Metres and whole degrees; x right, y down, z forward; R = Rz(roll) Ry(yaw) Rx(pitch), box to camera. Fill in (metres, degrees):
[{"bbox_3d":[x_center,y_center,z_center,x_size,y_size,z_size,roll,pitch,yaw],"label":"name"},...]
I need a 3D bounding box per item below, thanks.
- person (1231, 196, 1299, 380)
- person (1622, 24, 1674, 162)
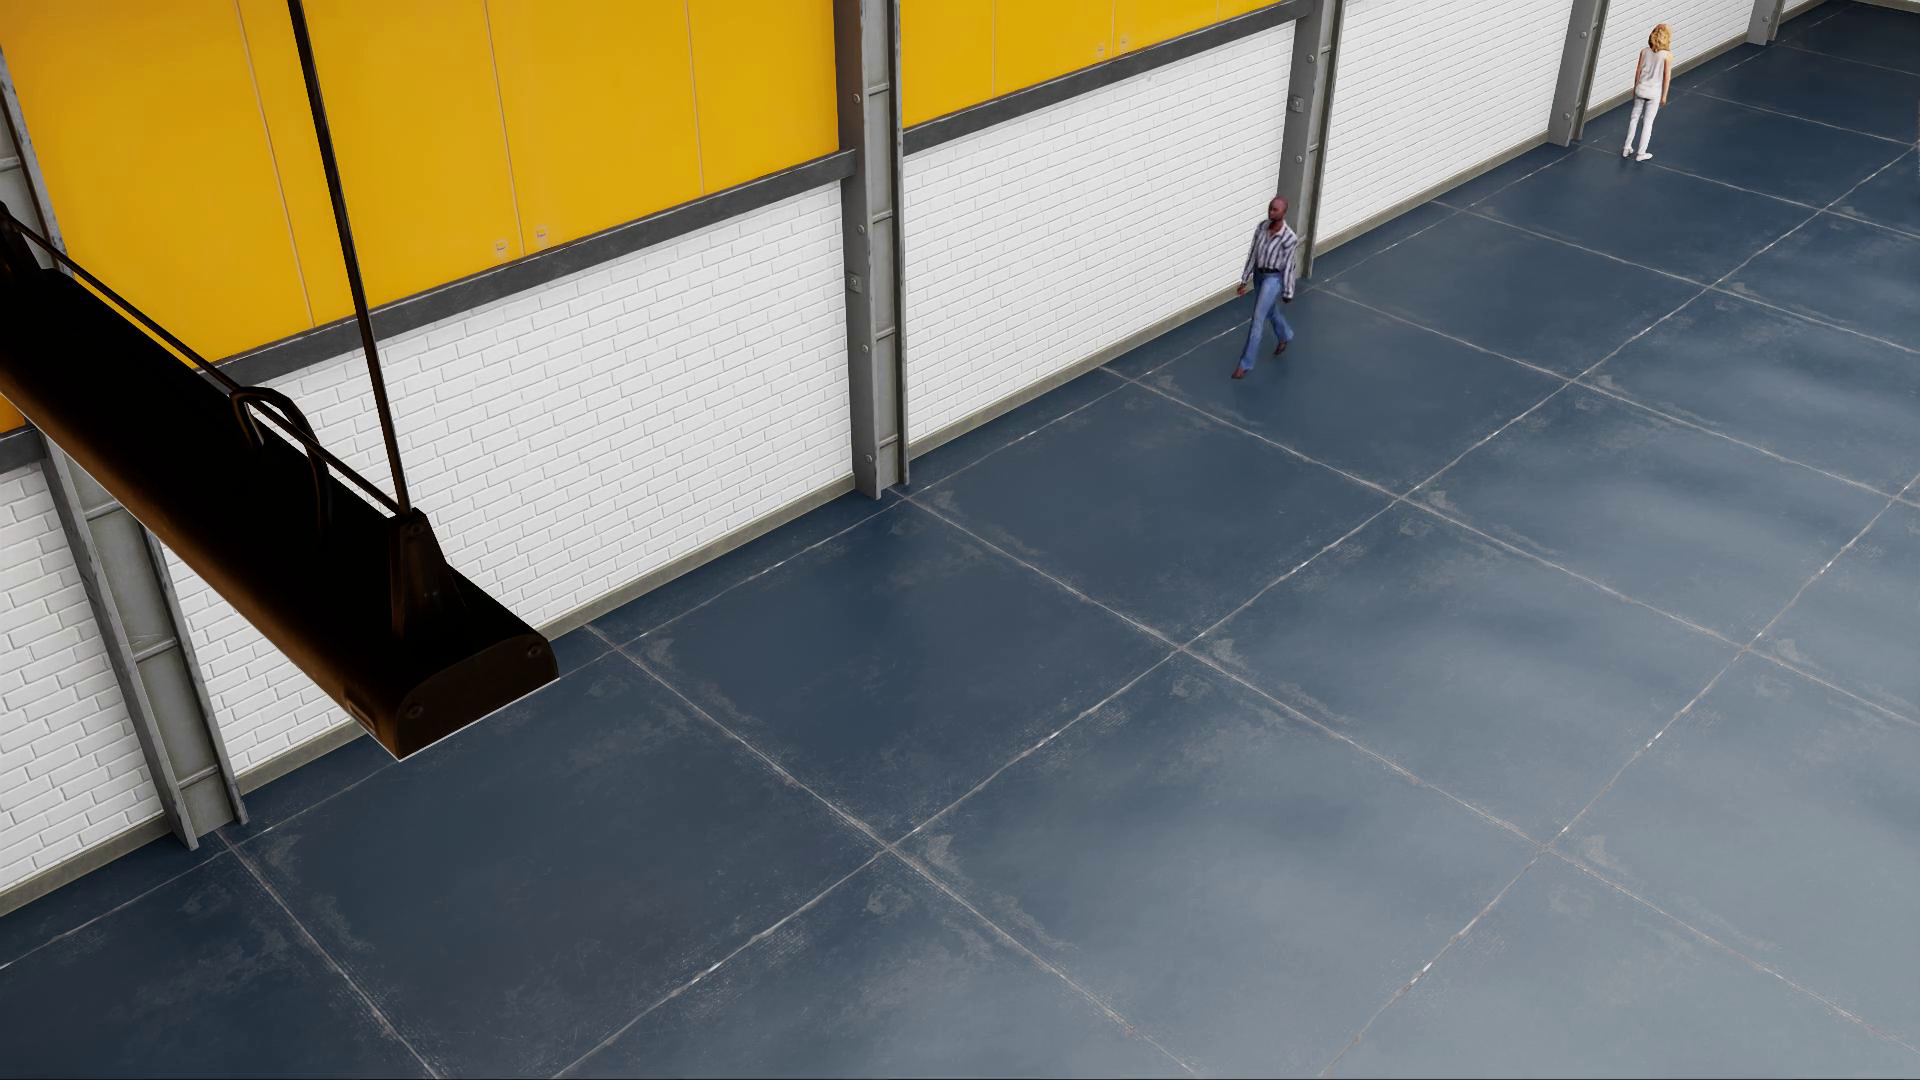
[{"bbox_3d":[2.982,-2.435,15.806,1.186,1.745,0.748,-22,40,-30],"label":"person"},{"bbox_3d":[8.504,-5.542,20.548,0.537,1.671,0.590,-27,42,-34],"label":"person"}]
